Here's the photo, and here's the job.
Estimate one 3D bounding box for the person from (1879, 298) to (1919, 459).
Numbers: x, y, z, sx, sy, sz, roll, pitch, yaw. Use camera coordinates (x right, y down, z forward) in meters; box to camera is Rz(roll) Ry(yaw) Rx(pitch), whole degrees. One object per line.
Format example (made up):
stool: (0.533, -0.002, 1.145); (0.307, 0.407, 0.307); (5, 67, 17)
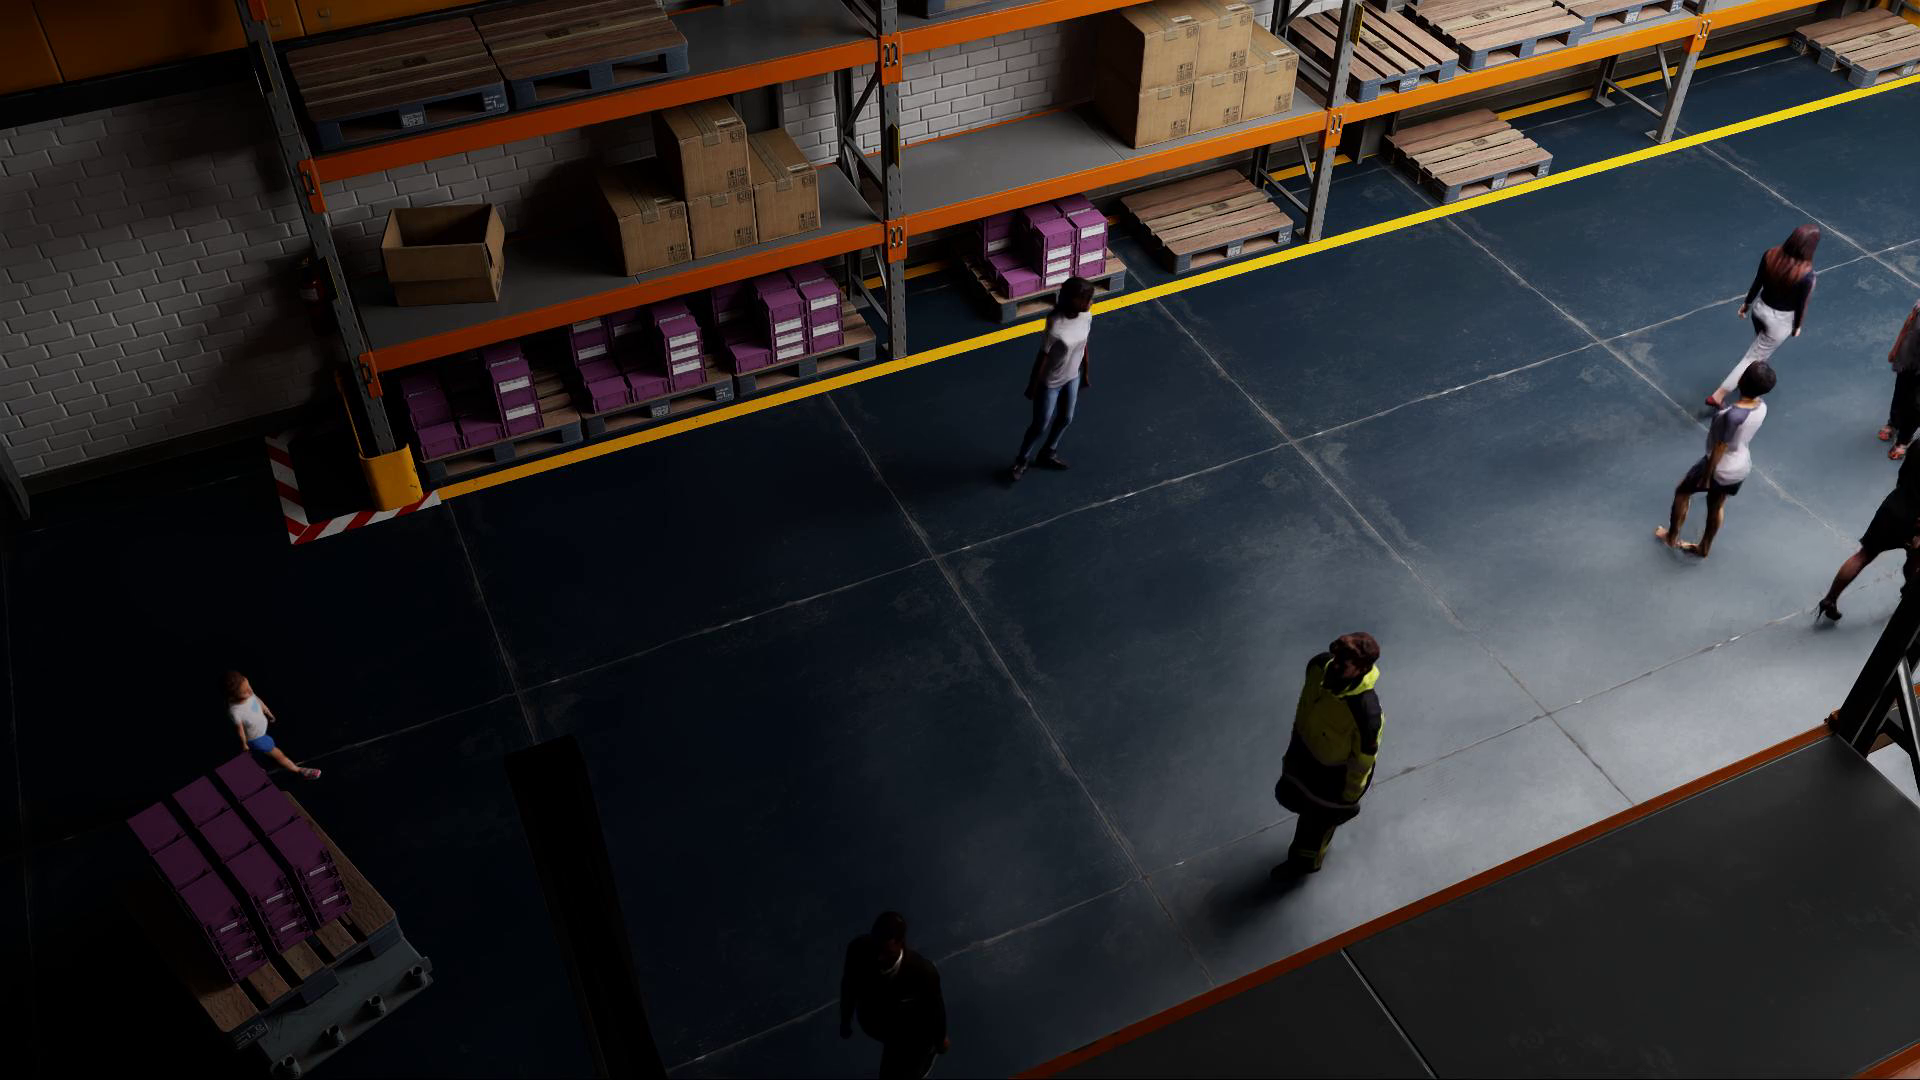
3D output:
person: (7.187, -1.378, 12.239); (0.773, 1.588, 0.742); (-32, 52, -29)

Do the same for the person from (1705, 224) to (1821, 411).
person: (6.065, -1.637, 12.523); (1.072, 1.571, 0.625); (-20, 47, -19)

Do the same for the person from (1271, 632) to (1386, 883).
person: (2.127, 1.180, 9.275); (0.847, 1.970, 0.775); (-16, 46, -16)

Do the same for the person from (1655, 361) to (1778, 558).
person: (5.224, -0.493, 11.344); (0.547, 1.540, 0.695); (-32, 52, -29)

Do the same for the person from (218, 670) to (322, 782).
person: (-4.314, 1.145, 10.024); (0.801, 0.989, 0.603); (-4, 44, -4)

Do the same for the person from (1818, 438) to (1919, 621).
person: (6.079, -0.098, 10.855); (1.125, 1.643, 0.693); (-11, 45, -11)

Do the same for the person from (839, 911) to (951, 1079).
person: (-0.282, 2.337, 8.221); (1.118, 1.749, 1.301); (22, 48, 22)

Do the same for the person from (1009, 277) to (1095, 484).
person: (0.643, -1.137, 11.909); (0.641, 1.693, 0.896); (-20, 47, -20)
